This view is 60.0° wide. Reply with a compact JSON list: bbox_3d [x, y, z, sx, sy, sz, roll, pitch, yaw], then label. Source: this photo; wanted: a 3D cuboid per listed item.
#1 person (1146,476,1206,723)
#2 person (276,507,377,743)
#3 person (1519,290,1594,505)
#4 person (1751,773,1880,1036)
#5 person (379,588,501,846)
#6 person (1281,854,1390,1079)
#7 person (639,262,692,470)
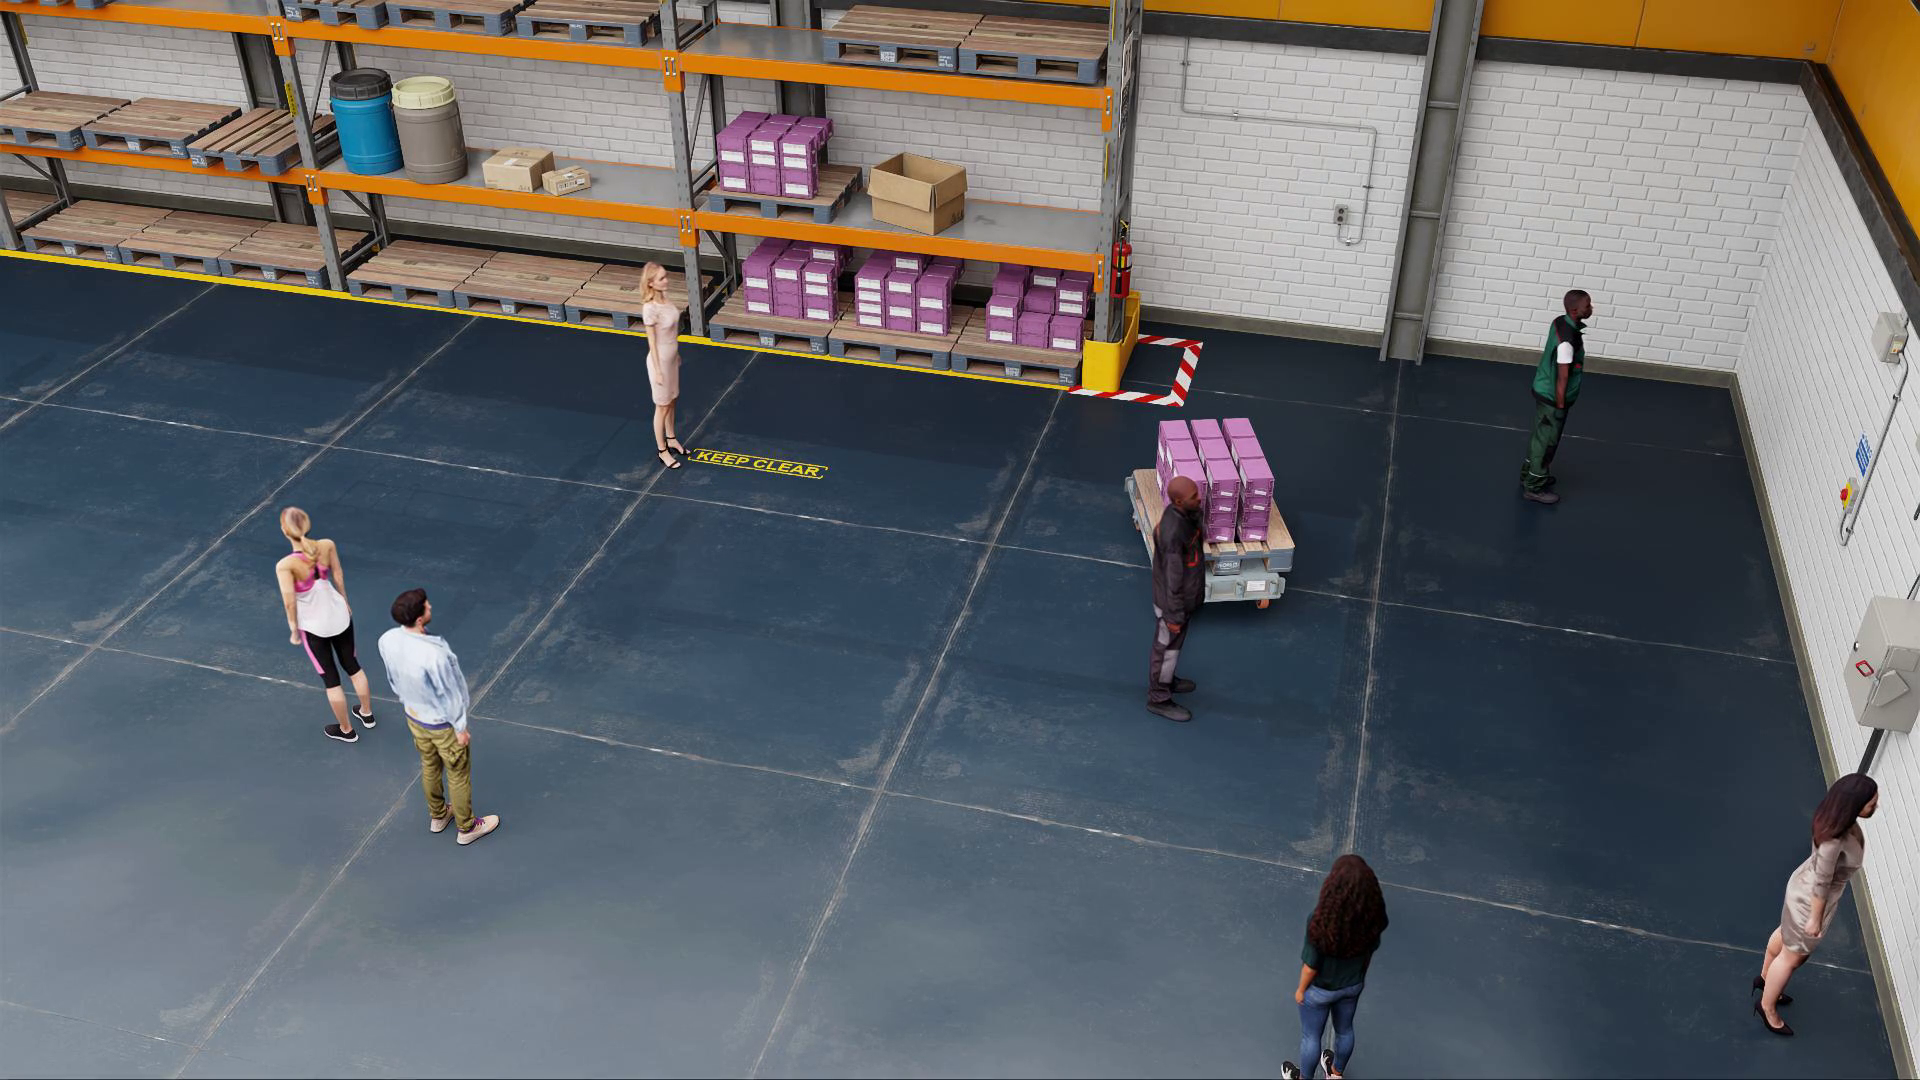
[{"bbox_3d":[1.427,0.350,11.144,0.608,1.825,0.707,6,34,10],"label":"person"},{"bbox_3d":[-4.151,0.554,10.872,0.631,1.787,0.666,22,39,29],"label":"person"},{"bbox_3d":[4.806,-1.177,13.427,0.610,1.840,0.689,6,34,9],"label":"person"},{"bbox_3d":[4.537,1.915,8.860,0.554,1.747,0.618,14,36,20],"label":"person"},{"bbox_3d":[-3.185,1.066,10.080,0.615,1.811,0.801,19,38,26],"label":"person"},{"bbox_3d":[1.908,2.240,8.489,0.684,1.617,0.768,-9,35,-14],"label":"person"},{"bbox_3d":[-2.482,-1.469,13.876,0.485,1.830,0.564,9,35,13],"label":"person"}]
